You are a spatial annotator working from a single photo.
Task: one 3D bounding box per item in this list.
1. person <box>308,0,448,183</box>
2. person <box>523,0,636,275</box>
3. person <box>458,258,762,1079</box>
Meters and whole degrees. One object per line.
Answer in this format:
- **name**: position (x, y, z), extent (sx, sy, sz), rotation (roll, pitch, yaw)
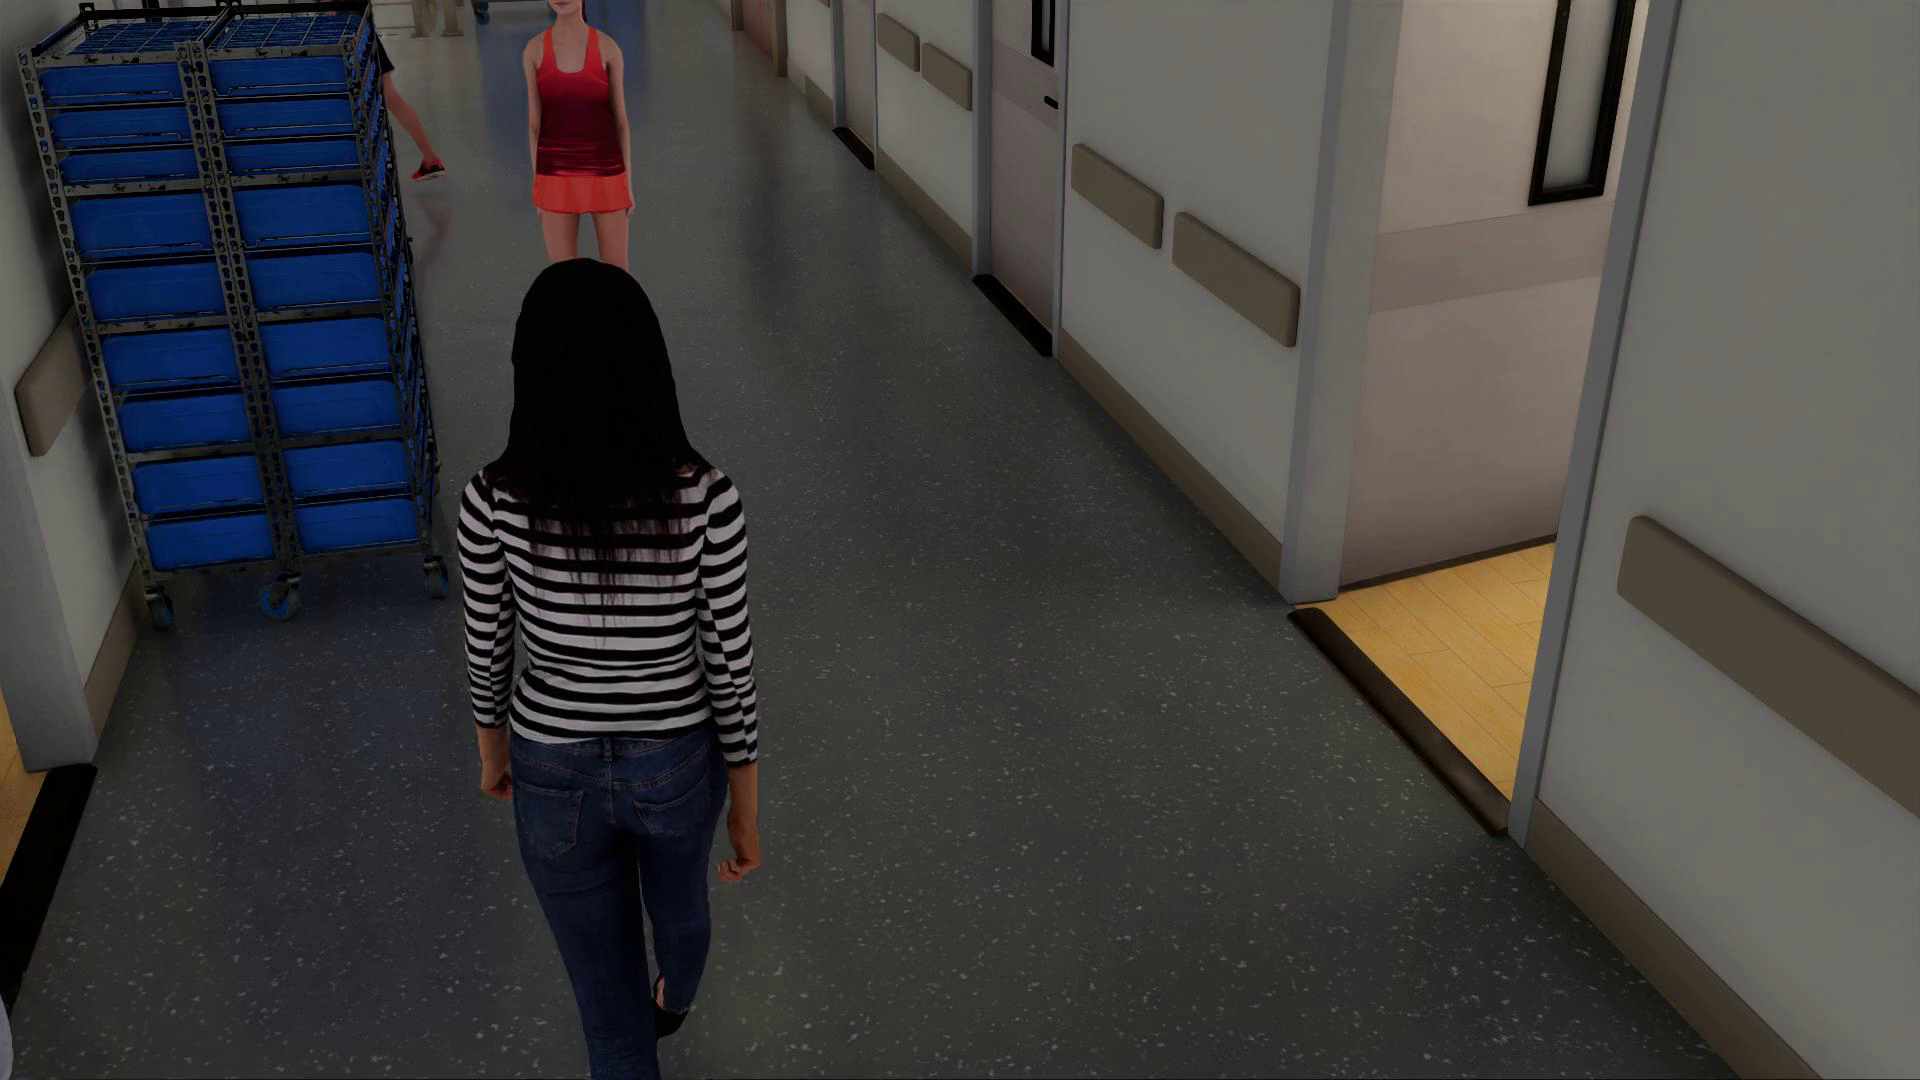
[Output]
- **person**: position (-3.454, -2.870, 9.565), extent (1.207, 1.786, 1.313), rotation (8, 27, 16)
- **person**: position (-1.492, -1.420, 6.597), extent (0.593, 1.753, 0.579), rotation (-3, 26, -6)
- **person**: position (-0.532, 0.492, 2.619), extent (0.644, 1.747, 1.087), rotation (-6, 26, -12)
